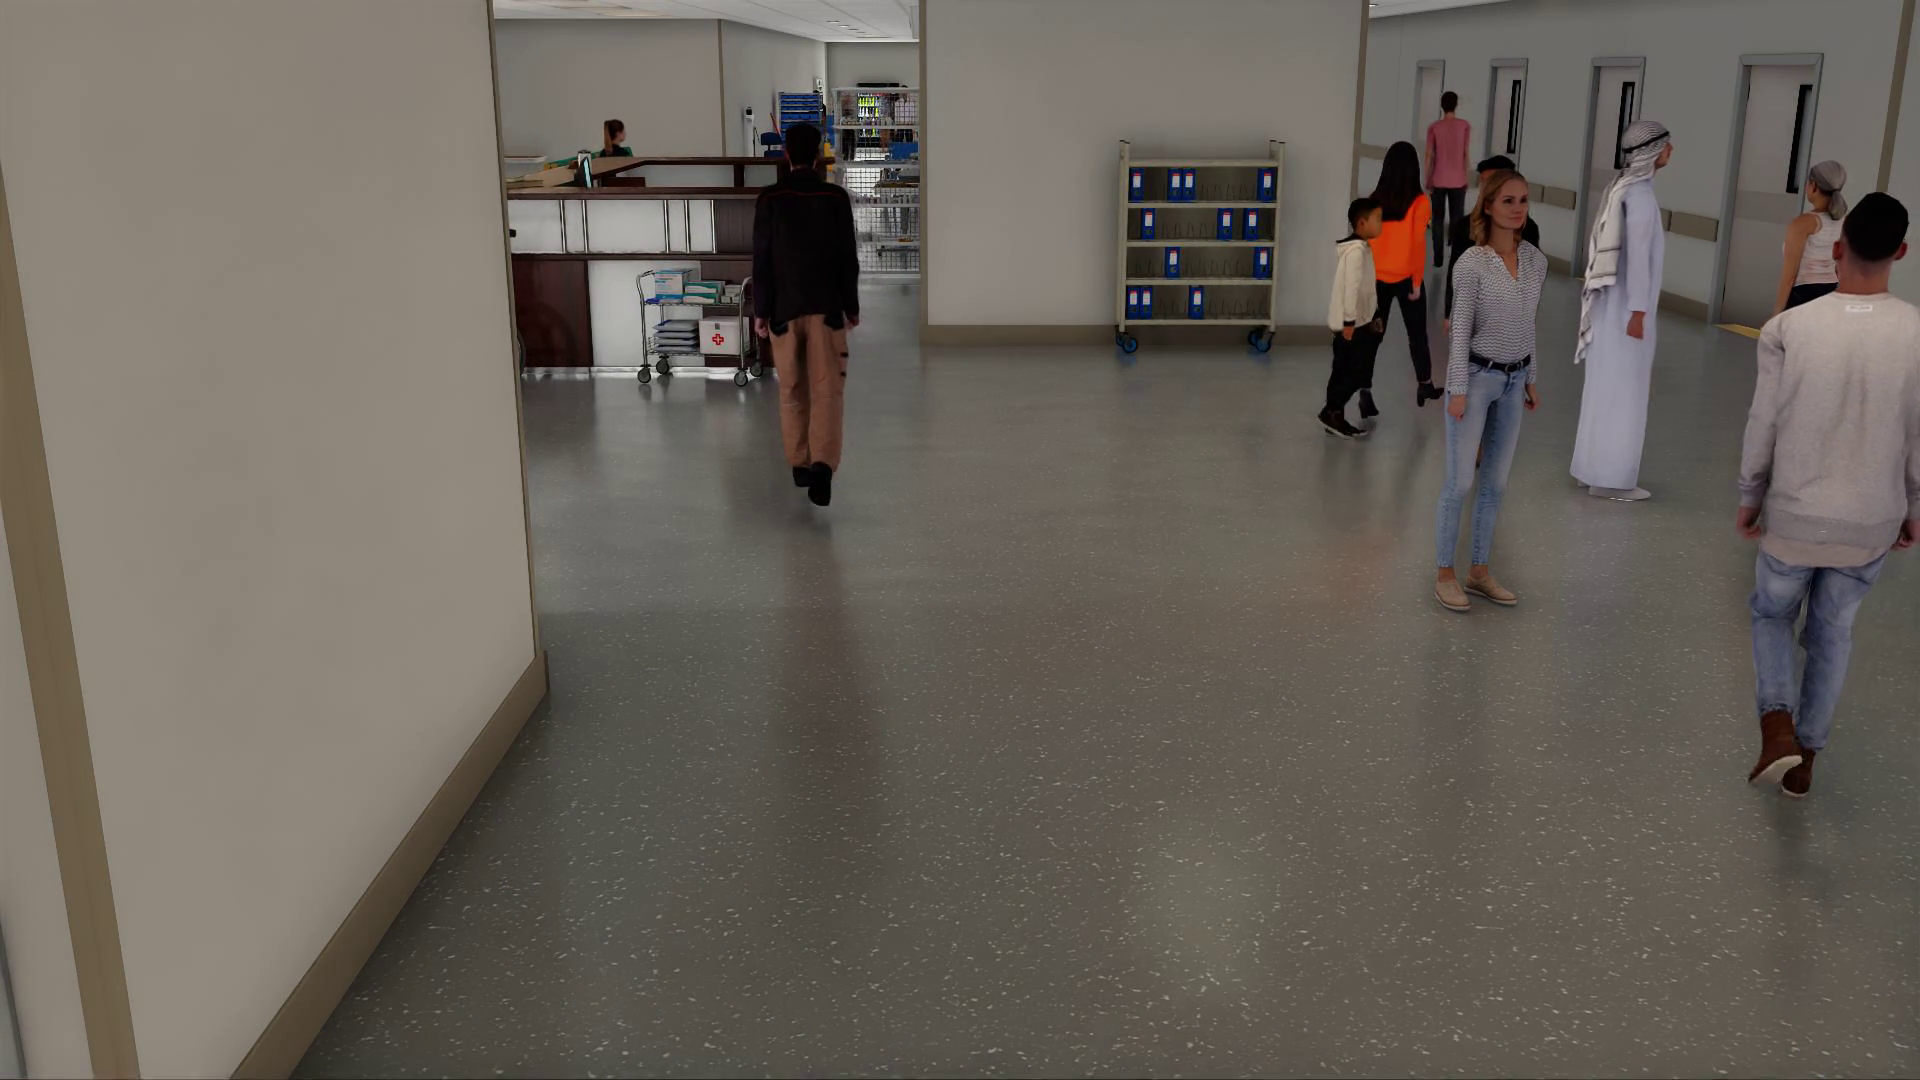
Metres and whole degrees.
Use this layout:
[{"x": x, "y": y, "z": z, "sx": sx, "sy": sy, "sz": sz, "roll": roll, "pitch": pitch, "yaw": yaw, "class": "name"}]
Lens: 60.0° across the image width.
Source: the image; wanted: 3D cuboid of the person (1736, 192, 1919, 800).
[{"x": 2.558, "y": -0.070, "z": 4.849, "sx": 0.854, "sy": 1.827, "sz": 0.893, "roll": 6, "pitch": 17, "yaw": 20, "class": "person"}]

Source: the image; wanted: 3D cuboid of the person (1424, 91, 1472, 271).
[{"x": 5.415, "y": -3.963, "z": 18.436, "sx": 0.878, "sy": 1.947, "sz": 0.812, "roll": 3, "pitch": 16, "yaw": 10, "class": "person"}]

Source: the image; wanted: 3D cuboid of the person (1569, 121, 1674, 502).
[{"x": 3.457, "y": -1.195, "z": 8.659, "sx": 0.675, "sy": 1.925, "sz": 0.724, "roll": 2, "pitch": 16, "yaw": 8, "class": "person"}]

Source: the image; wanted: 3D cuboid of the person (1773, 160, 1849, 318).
[{"x": 4.731, "y": -1.241, "z": 9.234, "sx": 0.590, "sy": 1.700, "sz": 0.727, "roll": -6, "pitch": 17, "yaw": -20, "class": "person"}]

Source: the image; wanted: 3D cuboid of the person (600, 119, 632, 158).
[{"x": -3.675, "y": -3.552, "z": 17.500, "sx": 1.060, "sy": 1.662, "sz": 1.085, "roll": 13, "pitch": 20, "yaw": 39, "class": "person"}]

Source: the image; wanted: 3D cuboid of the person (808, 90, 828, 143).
[{"x": -3.178, "y": -9.088, "z": 36.962, "sx": 0.673, "sy": 1.758, "sz": 0.784, "roll": 9, "pitch": 18, "yaw": 28, "class": "person"}]

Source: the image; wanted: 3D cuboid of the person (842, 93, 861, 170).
[{"x": -2.495, "y": -9.269, "z": 37.669, "sx": 0.996, "sy": 1.721, "sz": 0.827, "roll": -4, "pitch": 16, "yaw": -15, "class": "person"}]

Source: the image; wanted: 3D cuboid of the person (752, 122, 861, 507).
[{"x": -0.770, "y": -1.106, "z": 8.403, "sx": 1.147, "sy": 1.891, "sz": 0.814, "roll": -1, "pitch": 16, "yaw": -4, "class": "person"}]

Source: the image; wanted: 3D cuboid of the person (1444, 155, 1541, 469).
[{"x": 2.993, "y": -1.283, "z": 9.360, "sx": 0.905, "sy": 1.712, "sz": 0.944, "roll": 10, "pitch": 19, "yaw": 32, "class": "person"}]

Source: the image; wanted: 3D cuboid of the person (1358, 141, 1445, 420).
[{"x": 2.678, "y": -1.602, "z": 10.478, "sx": 1.023, "sy": 1.720, "sz": 1.074, "roll": 15, "pitch": 22, "yaw": 43, "class": "person"}]

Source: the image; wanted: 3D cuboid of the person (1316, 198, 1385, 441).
[{"x": 2.282, "y": -1.319, "z": 9.987, "sx": 0.647, "sy": 1.441, "sz": 0.629, "roll": 4, "pitch": 16, "yaw": 14, "class": "person"}]

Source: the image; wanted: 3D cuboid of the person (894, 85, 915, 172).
[{"x": -1.247, "y": -9.285, "z": 37.457, "sx": 0.507, "sy": 1.868, "sz": 0.676, "roll": -1, "pitch": 16, "yaw": -2, "class": "person"}]

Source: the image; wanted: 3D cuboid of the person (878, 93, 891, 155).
[{"x": -2.063, "y": -11.305, "z": 45.074, "sx": 0.705, "sy": 1.624, "sz": 0.647, "roll": 15, "pitch": 22, "yaw": 42, "class": "person"}]

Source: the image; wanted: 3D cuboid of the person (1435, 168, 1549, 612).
[{"x": 2.167, "y": -0.611, "z": 6.824, "sx": 0.567, "sy": 1.796, "sz": 0.714, "roll": -6, "pitch": 17, "yaw": -20, "class": "person"}]
